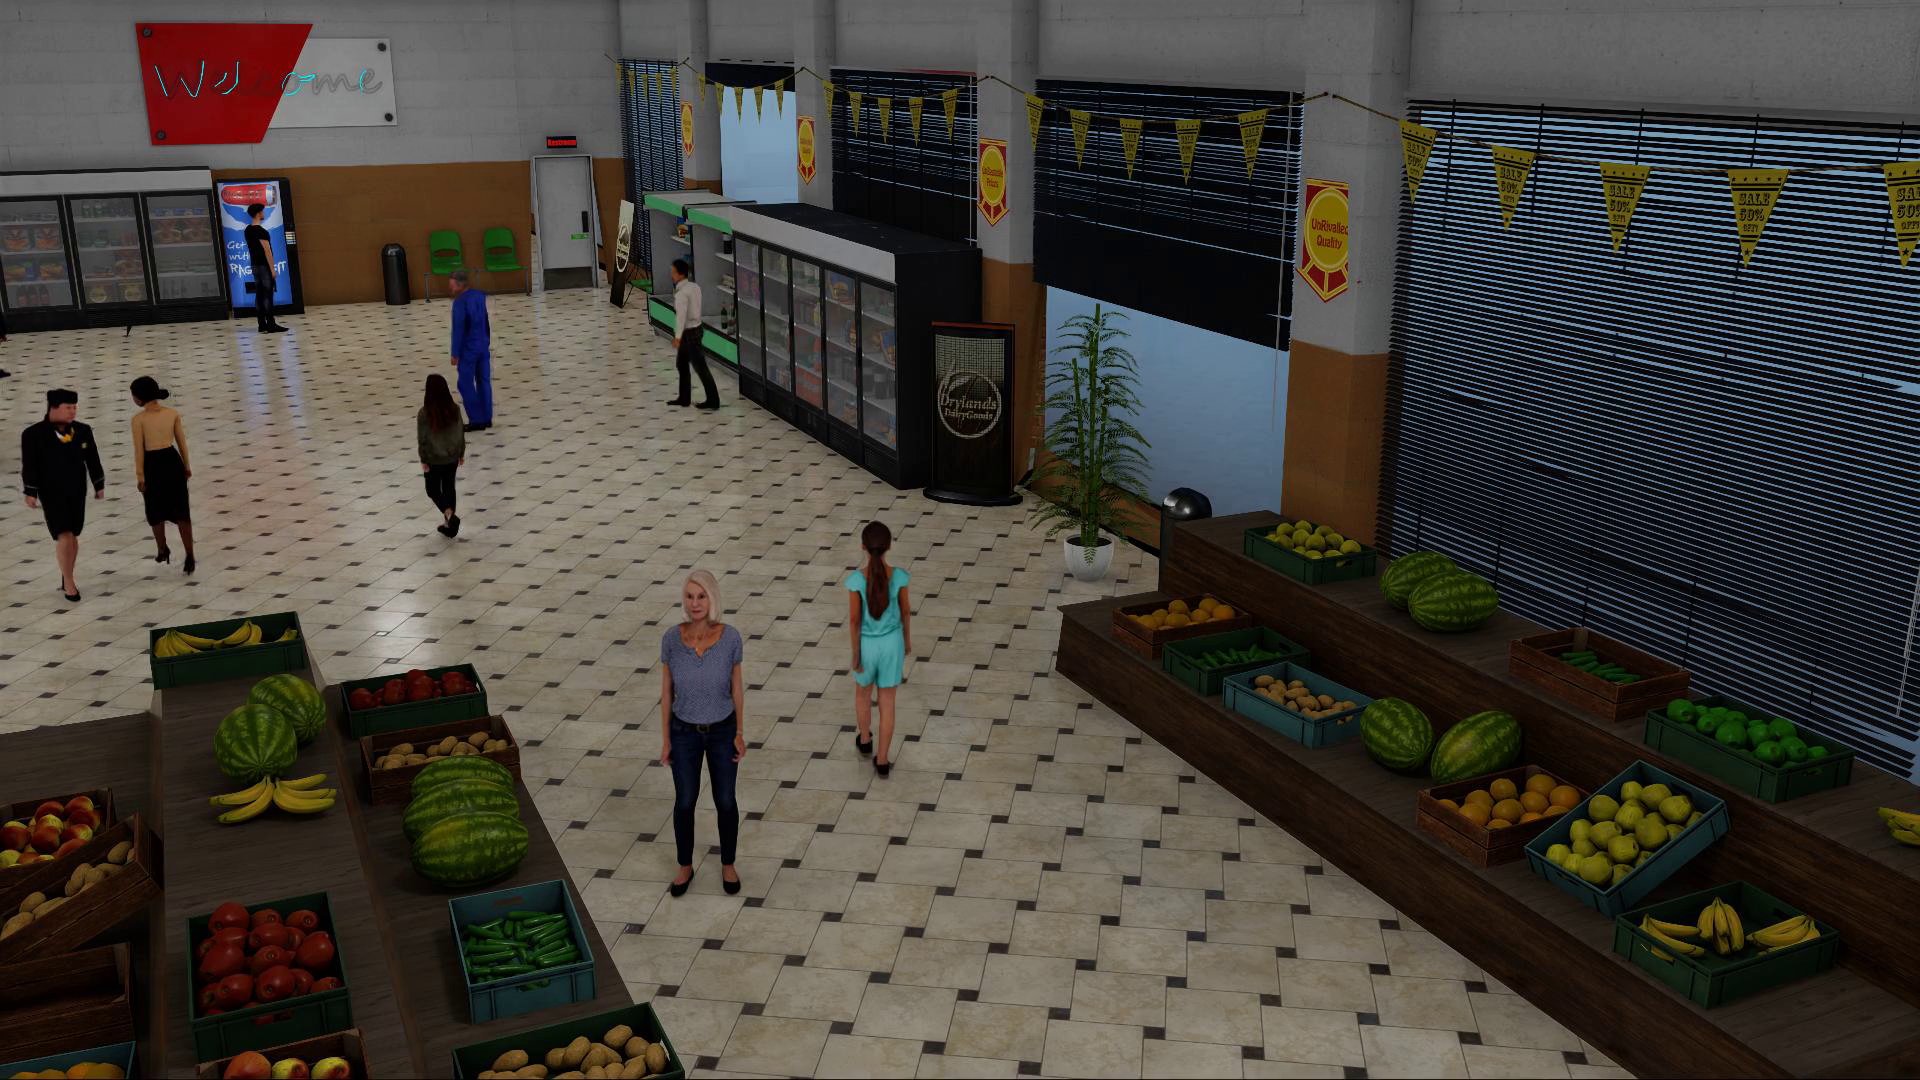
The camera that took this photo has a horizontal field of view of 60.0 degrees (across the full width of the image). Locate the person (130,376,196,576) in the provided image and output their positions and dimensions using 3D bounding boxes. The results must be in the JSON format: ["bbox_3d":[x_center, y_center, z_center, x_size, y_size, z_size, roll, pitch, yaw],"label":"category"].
[{"bbox_3d":[-6.422,-0.491,13.480,0.801,1.629,0.913,-15,23,-41],"label":"person"}]

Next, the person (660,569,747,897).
[{"bbox_3d":[-1.309,0.975,8.493,0.651,1.722,0.630,-1,17,-4],"label":"person"}]

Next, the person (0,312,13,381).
[{"bbox_3d":[-12.373,-2.621,21.137,0.813,1.255,0.876,6,18,18],"label":"person"}]

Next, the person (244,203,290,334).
[{"bbox_3d":[-10.375,-4.044,24.720,0.695,1.897,0.818,12,21,34],"label":"person"}]

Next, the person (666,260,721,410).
[{"bbox_3d":[-3.078,-2.380,19.459,0.955,1.768,0.947,3,17,9],"label":"person"}]

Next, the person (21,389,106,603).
[{"bbox_3d":[-7.045,-0.365,13.020,0.846,1.655,0.840,16,23,41],"label":"person"}]

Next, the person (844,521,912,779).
[{"bbox_3d":[-0.472,0.664,9.829,0.699,1.540,0.846,-2,17,-6],"label":"person"}]

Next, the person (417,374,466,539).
[{"bbox_3d":[-4.478,-0.701,14.459,0.715,1.462,0.878,-14,22,-38],"label":"person"}]

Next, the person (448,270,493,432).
[{"bbox_3d":[-5.419,-2.138,18.611,0.909,1.799,0.875,13,21,37],"label":"person"}]
